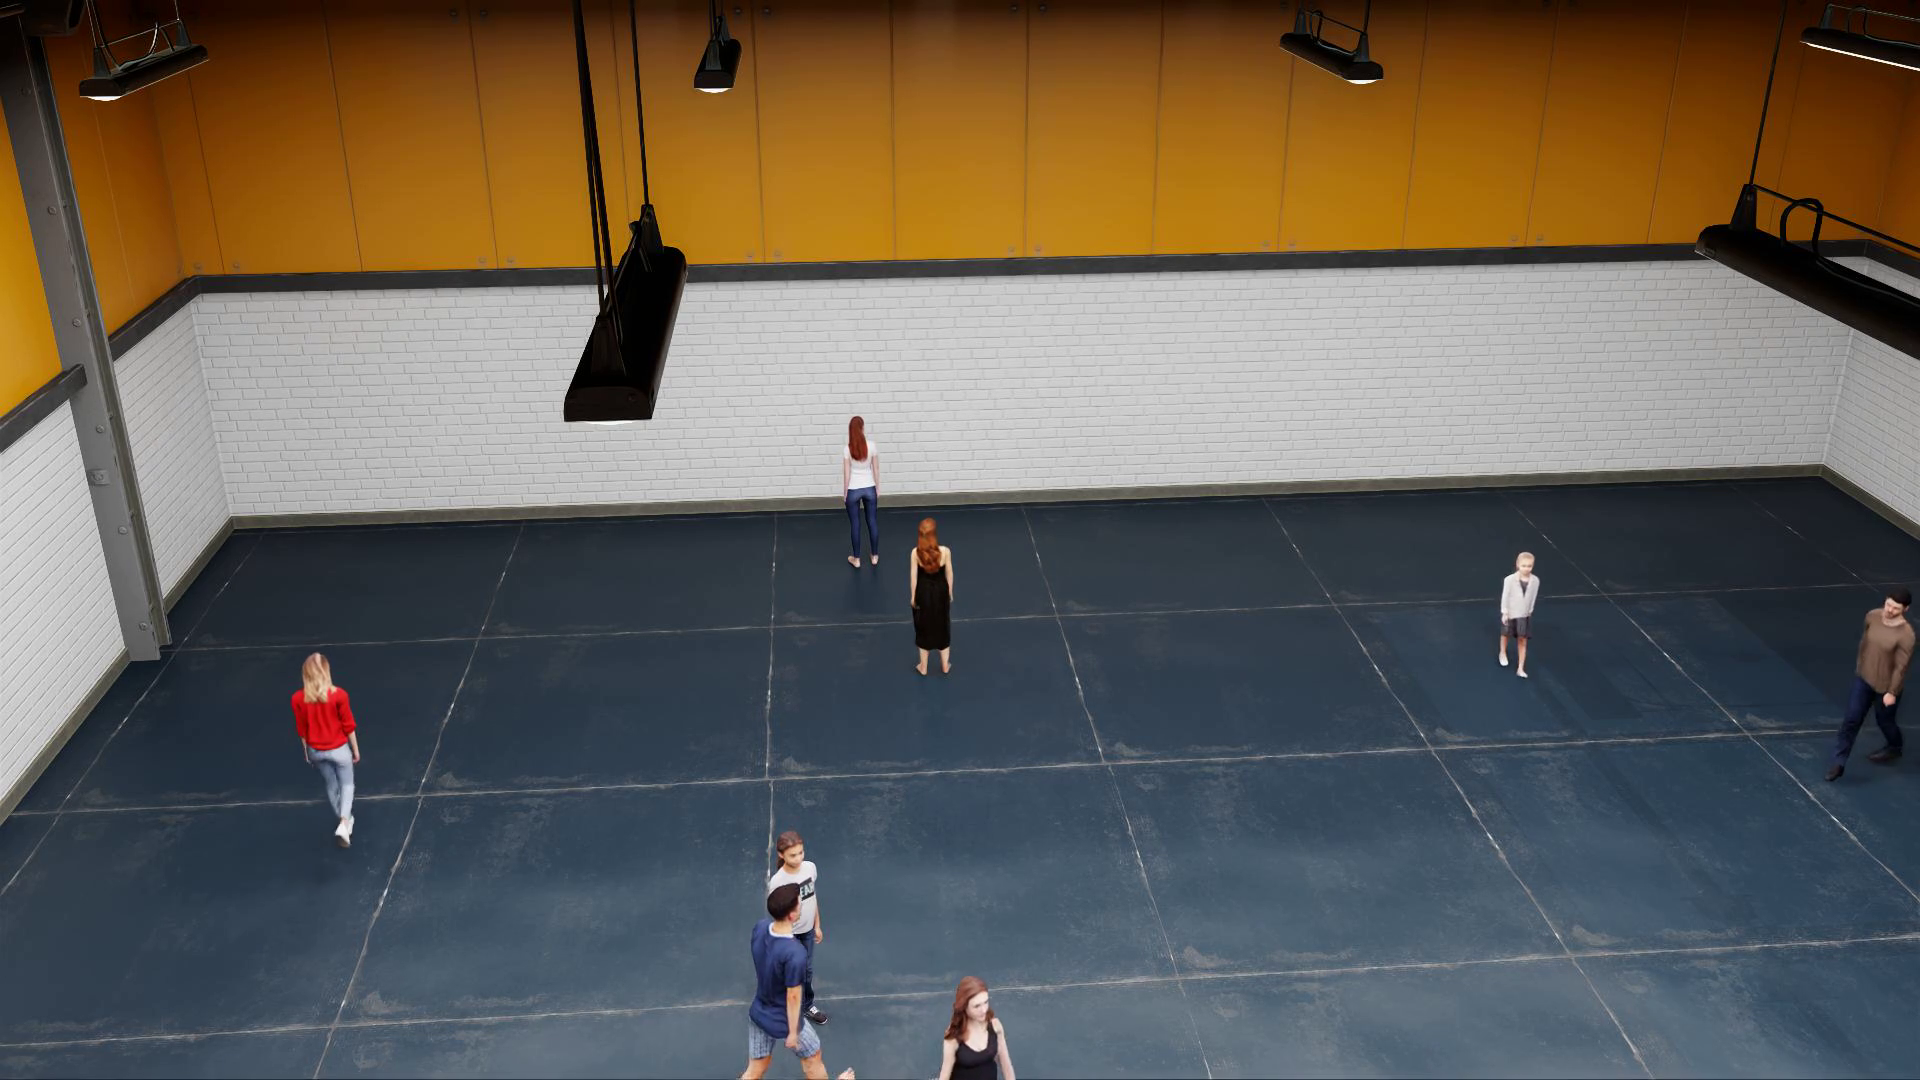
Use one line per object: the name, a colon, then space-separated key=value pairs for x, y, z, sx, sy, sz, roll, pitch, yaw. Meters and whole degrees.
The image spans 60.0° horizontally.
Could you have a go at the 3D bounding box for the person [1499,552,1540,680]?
person: x=5.433 y=0.688 z=16.281 sx=0.603 sy=1.247 sz=0.884 roll=3 pitch=24 yaw=7

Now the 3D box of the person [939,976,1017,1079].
person: x=0.012 y=3.257 z=9.845 sx=0.984 sy=1.694 sz=1.172 roll=-18 pitch=29 yaw=-35

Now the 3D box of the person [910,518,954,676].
person: x=-0.279 y=0.548 z=16.129 sx=0.573 sy=1.625 sz=0.562 roll=-3 pitch=24 yaw=-8

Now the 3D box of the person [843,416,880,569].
person: x=-1.096 y=-0.534 z=18.463 sx=0.604 sy=1.738 sz=0.578 roll=-6 pitch=24 yaw=-14

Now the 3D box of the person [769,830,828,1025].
person: x=-1.136 y=2.659 z=11.377 sx=0.625 sy=1.563 sz=0.671 roll=-20 pitch=31 yaw=-38

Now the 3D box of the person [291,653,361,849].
person: x=-5.075 y=1.730 z=13.344 sx=0.672 sy=1.689 sz=0.927 roll=-4 pitch=24 yaw=-8

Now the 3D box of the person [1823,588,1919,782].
person: x=7.976 y=1.214 z=14.350 sx=1.075 sy=1.829 sz=1.216 roll=-9 pitch=25 yaw=-20

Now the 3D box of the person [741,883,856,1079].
person: x=-1.193 y=2.995 z=10.316 sx=1.129 sy=1.798 sz=1.163 roll=20 pitch=31 yaw=38
